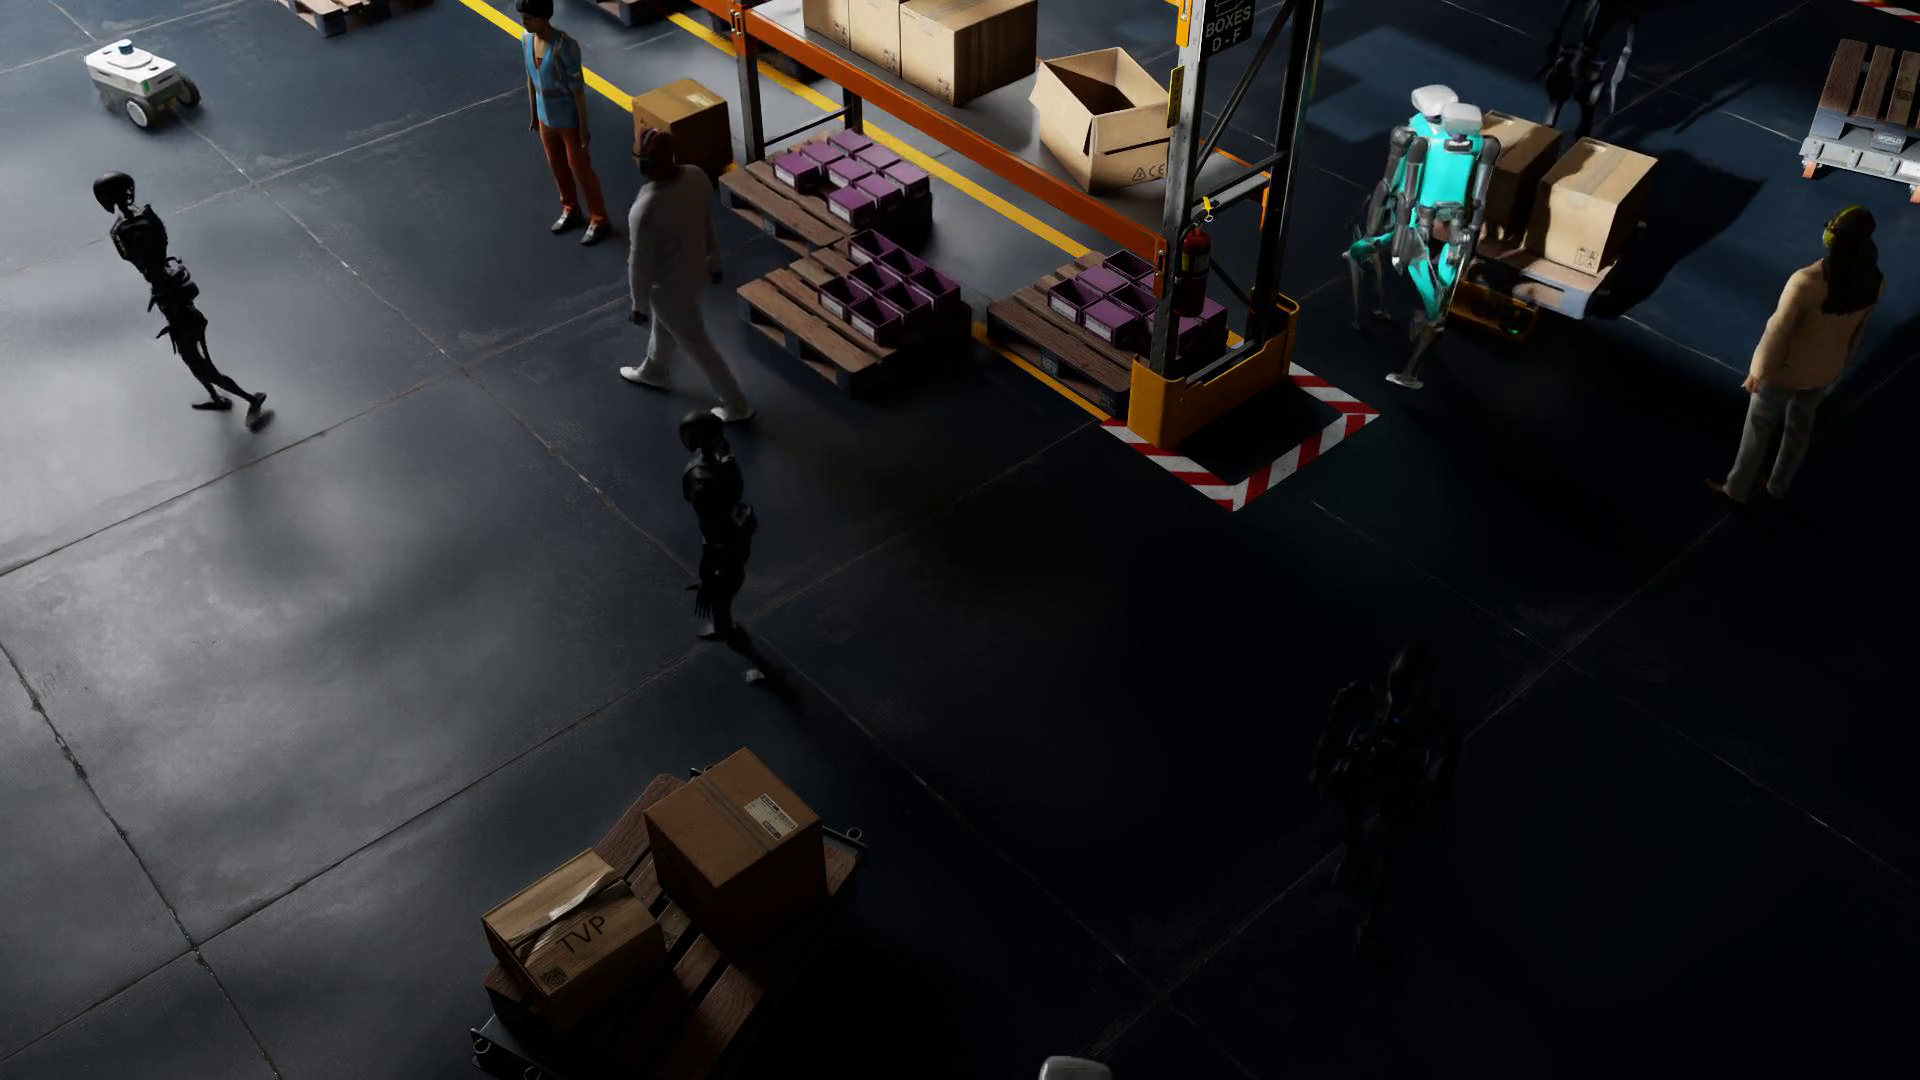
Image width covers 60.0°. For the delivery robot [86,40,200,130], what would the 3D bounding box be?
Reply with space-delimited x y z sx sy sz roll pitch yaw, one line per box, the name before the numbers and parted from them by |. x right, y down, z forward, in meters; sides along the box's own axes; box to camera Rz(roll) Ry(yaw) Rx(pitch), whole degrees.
delivery robot | -6.278 -3.515 12.710 0.791 0.598 0.499 22 47 22

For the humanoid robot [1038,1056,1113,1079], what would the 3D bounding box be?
humanoid robot | 0.348 2.511 5.323 0.551 1.748 0.989 1 43 2

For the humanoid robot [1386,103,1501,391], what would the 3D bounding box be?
humanoid robot | 2.841 -1.630 9.798 0.542 1.749 1.027 0 43 -1

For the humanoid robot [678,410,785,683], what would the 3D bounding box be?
humanoid robot | -1.148 0.039 8.046 0.525 1.641 0.610 3 43 4

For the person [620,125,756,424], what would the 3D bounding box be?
person | -1.644 -1.511 9.564 1.015 1.857 0.654 17 45 17

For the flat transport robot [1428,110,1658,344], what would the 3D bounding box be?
flat transport robot | 3.724 -1.808 11.062 0.659 0.231 1.431 27 49 26

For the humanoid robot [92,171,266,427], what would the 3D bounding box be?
humanoid robot | -4.481 -1.397 9.573 0.461 1.640 0.599 -25 48 -25

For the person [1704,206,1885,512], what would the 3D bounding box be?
person | 4.522 -0.937 8.939 0.564 1.868 0.391 -7 43 -8

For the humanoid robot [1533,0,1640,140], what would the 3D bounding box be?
humanoid robot | 4.361 -3.295 11.667 0.608 1.626 0.761 26 48 25

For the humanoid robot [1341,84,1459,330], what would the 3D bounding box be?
humanoid robot | 2.614 -2.040 10.245 0.531 1.804 0.721 -20 46 -21

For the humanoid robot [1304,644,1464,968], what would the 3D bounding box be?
humanoid robot | 1.738 1.050 6.924 0.613 1.634 0.656 17 45 18

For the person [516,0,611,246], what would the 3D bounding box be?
person | -2.659 -2.815 11.059 0.505 1.756 0.326 24 48 24
